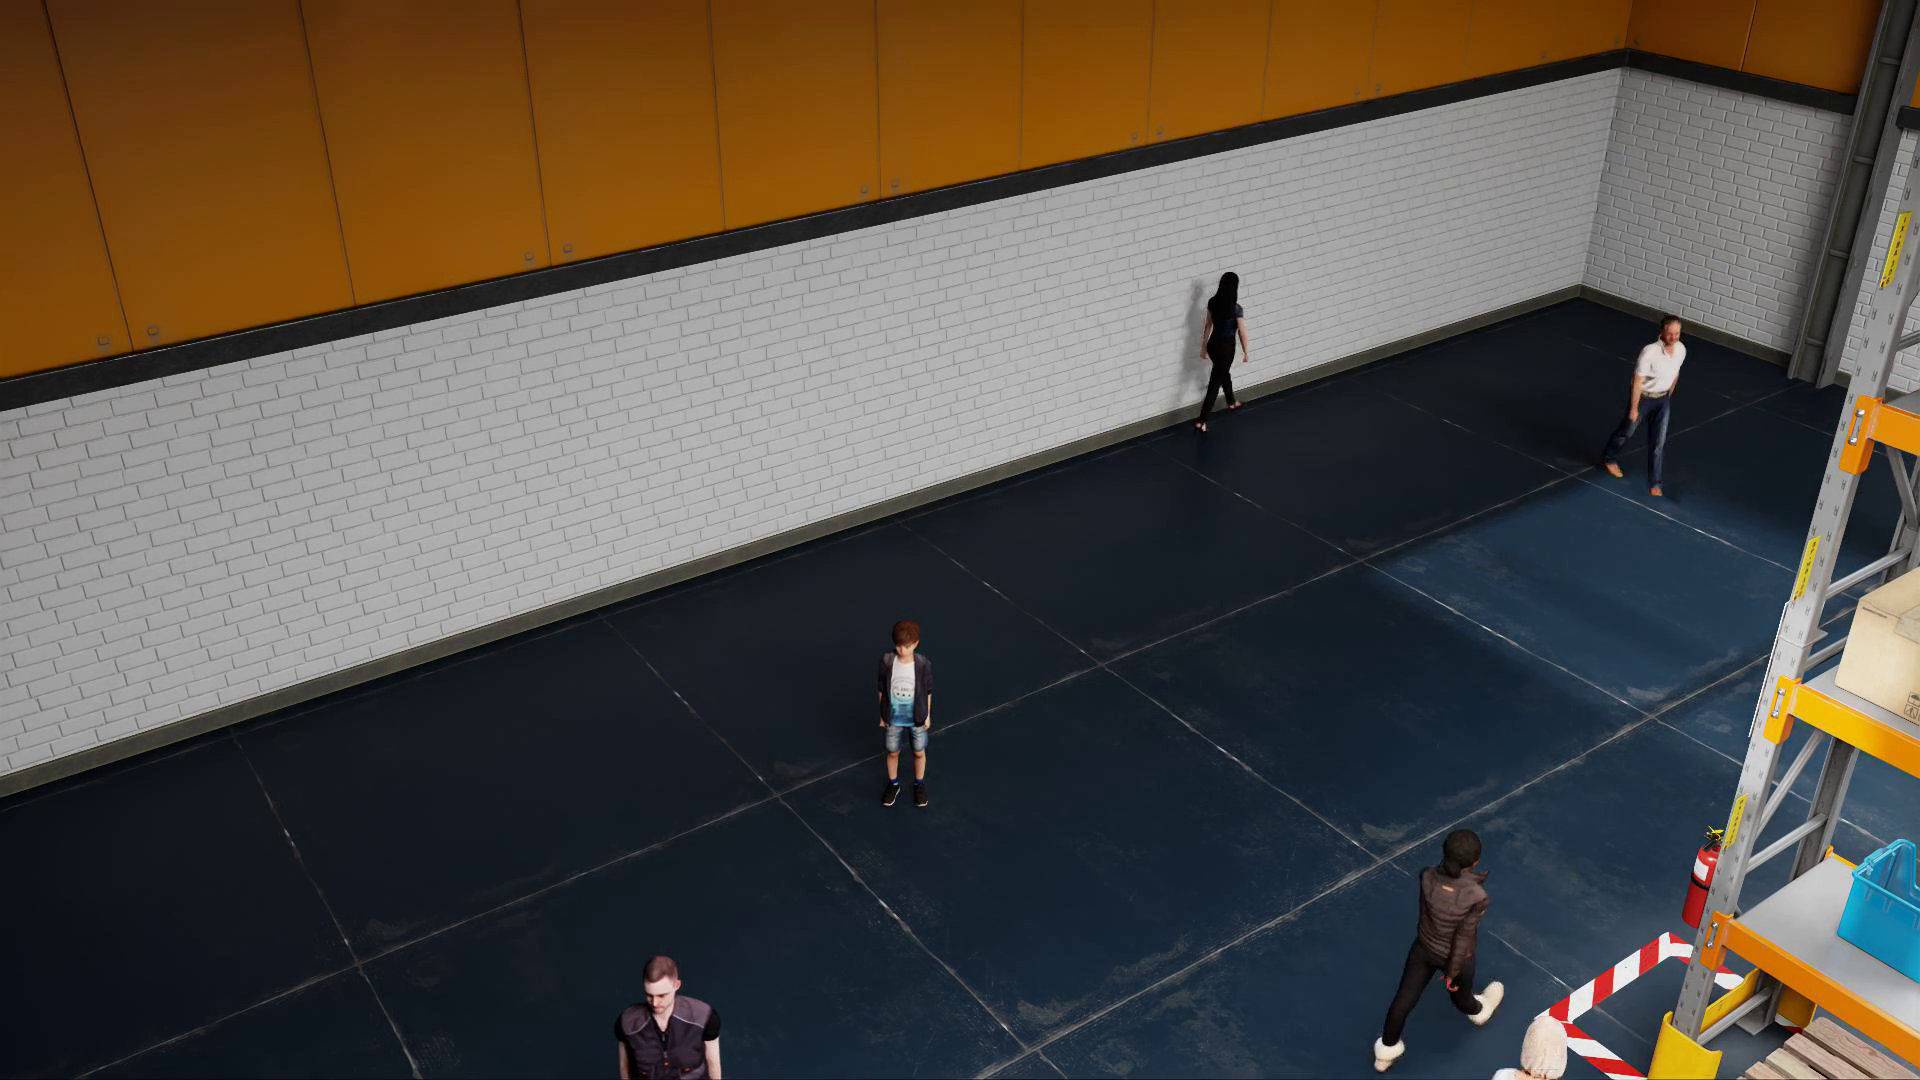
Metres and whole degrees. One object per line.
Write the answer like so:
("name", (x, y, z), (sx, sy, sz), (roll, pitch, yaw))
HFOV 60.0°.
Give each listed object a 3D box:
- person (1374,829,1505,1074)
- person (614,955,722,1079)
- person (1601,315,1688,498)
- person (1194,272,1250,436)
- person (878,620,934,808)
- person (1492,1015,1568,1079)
("person", (2.802, 2.256, 9.438), (0.786, 1.632, 1.107), (-6, 29, -10))
("person", (-1.414, 2.761, 8.293), (0.769, 1.841, 0.782), (-1, 29, -2))
("person", (6.523, -1.363, 15.894), (1.050, 1.801, 1.333), (-7, 29, -13))
("person", (2.609, -1.850, 16.898), (1.069, 1.694, 0.804), (24, 37, 37))
("person", (-0.378, 1.198, 11.569), (0.626, 1.447, 0.670), (1, 29, 1))
("person", (2.660, 3.045, 7.884), (0.644, 1.733, 0.741), (14, 32, 25))
